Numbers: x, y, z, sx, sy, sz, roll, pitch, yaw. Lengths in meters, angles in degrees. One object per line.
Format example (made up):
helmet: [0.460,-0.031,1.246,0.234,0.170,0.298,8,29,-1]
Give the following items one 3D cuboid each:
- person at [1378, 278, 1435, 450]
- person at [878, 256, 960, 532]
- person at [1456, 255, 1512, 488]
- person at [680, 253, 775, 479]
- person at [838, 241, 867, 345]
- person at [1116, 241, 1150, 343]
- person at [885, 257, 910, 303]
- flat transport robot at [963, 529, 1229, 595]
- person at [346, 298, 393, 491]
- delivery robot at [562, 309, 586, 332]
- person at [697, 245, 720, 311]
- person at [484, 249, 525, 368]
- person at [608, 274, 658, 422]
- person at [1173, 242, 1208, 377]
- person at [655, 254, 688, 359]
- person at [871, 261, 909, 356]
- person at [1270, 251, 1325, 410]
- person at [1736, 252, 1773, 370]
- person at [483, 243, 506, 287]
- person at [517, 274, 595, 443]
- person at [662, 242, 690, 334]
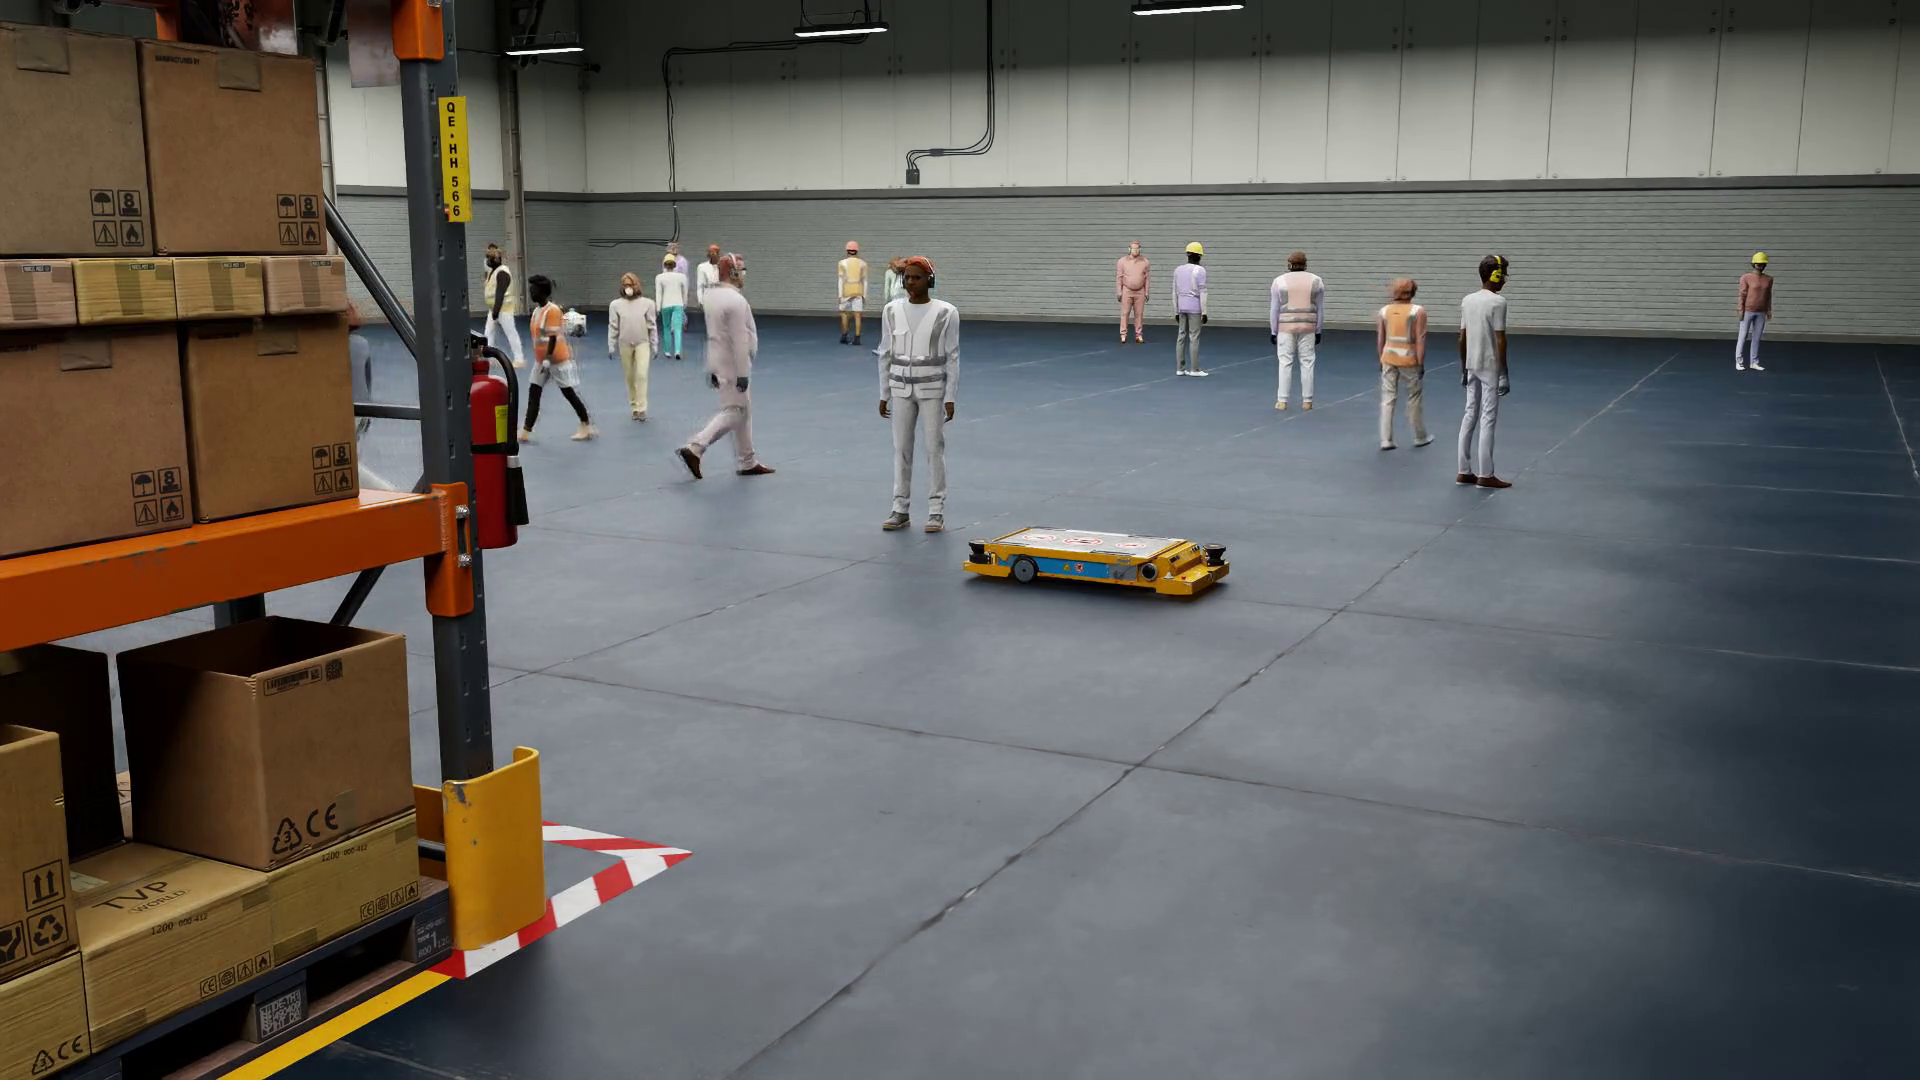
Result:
person: [4.232,-1.670,15.780,0.544,1.612,0.675,10,14,43]
person: [-0.289,-0.992,11.390,0.576,1.882,0.355,3,11,17]
person: [4.230,-1.349,13.385,0.327,1.865,0.521,-5,11,-25]
person: [-1.954,-1.439,13.835,0.820,1.882,0.650,-6,12,-28]
person: [-2.019,-4.575,30.865,0.572,1.900,0.854,-4,11,-19]
person: [3.259,-4.650,31.255,0.642,1.913,0.409,-1,10,-7]
person: [-1.276,-4.984,33.973,0.518,1.583,0.896,0,10,-1]
flat transport robot: [0.801,0.105,9.798,1.431,0.197,0.652,5,12,27]
person: [-4.083,-0.840,11.274,0.617,1.618,0.499,2,11,12]
delivery robot: [-7.754,-4.387,33.267,0.477,0.478,0.707,1,11,8]
person: [-4.173,-4.096,28.406,0.616,1.848,0.859,-2,11,-12]
person: [-7.084,-3.487,25.212,0.952,1.794,0.652,-7,12,-32]
person: [-3.549,-2.068,17.999,0.518,1.593,0.829,-1,10,-3]
person: [3.322,-3.303,23.890,0.381,1.918,0.584,-9,14,-42]
person: [-4.733,-3.842,27.347,0.527,1.725,0.887,-2,11,-11]
person: [-1.070,-3.803,27.487,0.848,1.596,0.515,-6,12,-31]
person: [3.906,-2.429,19.337,0.627,1.843,0.429,0,10,2]
person: [11.944,-3.427,24.983,0.523,1.769,0.314,-1,10,-7]
person: [-10.086,-5.533,36.215,0.545,1.858,0.530,-1,10,-5]
person: [-3.993,-1.767,16.260,0.863,1.649,0.533,-9,14,-40]
person: [-5.850,-5.189,34.301,0.653,1.884,0.792,7,12,33]
